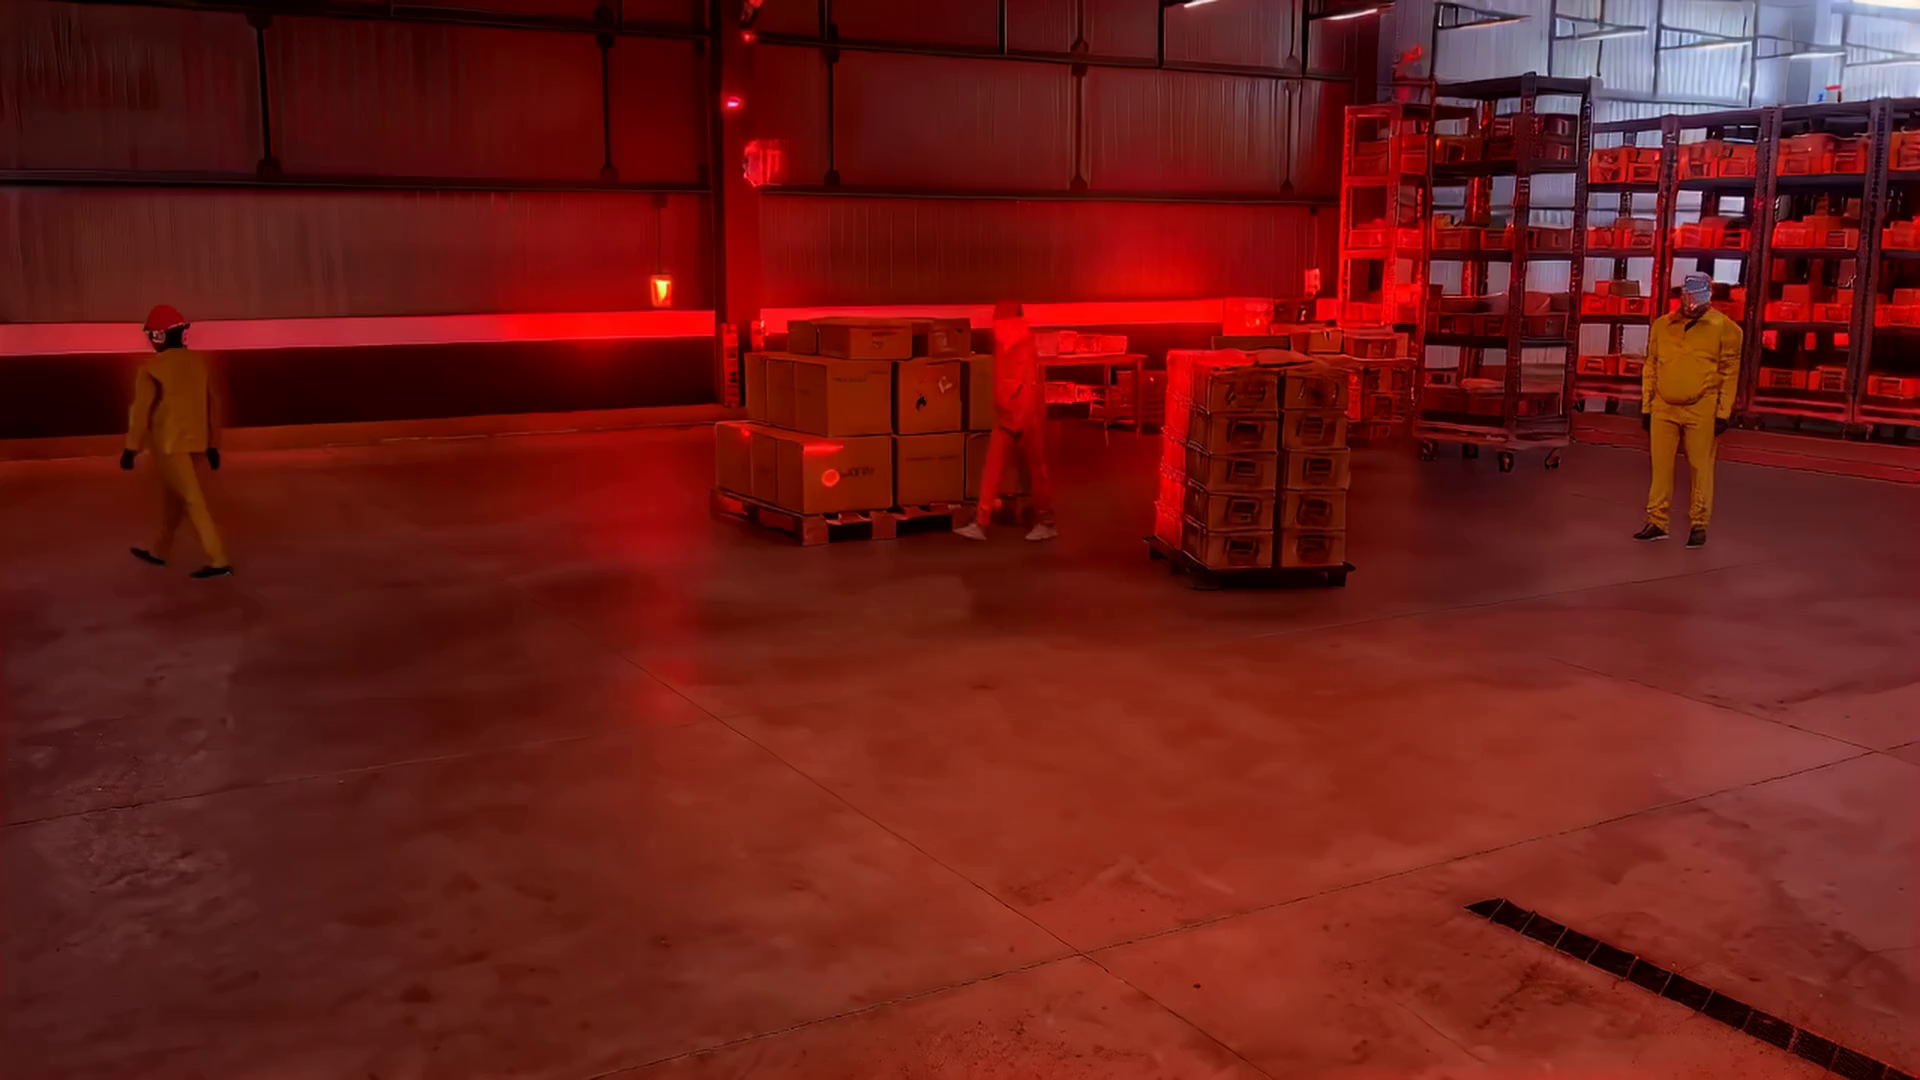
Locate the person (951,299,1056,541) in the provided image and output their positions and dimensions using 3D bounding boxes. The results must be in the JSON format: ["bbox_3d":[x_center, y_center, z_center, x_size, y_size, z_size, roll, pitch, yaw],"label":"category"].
[{"bbox_3d":[0.344,-0.819,11.599,0.865,1.701,0.510,-7,12,-34],"label":"person"}]

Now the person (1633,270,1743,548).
[{"bbox_3d":[5.039,-0.909,11.564,0.641,1.913,0.407,10,14,43],"label":"person"}]

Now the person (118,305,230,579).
[{"bbox_3d":[-4.972,-0.610,10.434,0.877,1.704,0.578,3,10,15],"label":"person"}]
